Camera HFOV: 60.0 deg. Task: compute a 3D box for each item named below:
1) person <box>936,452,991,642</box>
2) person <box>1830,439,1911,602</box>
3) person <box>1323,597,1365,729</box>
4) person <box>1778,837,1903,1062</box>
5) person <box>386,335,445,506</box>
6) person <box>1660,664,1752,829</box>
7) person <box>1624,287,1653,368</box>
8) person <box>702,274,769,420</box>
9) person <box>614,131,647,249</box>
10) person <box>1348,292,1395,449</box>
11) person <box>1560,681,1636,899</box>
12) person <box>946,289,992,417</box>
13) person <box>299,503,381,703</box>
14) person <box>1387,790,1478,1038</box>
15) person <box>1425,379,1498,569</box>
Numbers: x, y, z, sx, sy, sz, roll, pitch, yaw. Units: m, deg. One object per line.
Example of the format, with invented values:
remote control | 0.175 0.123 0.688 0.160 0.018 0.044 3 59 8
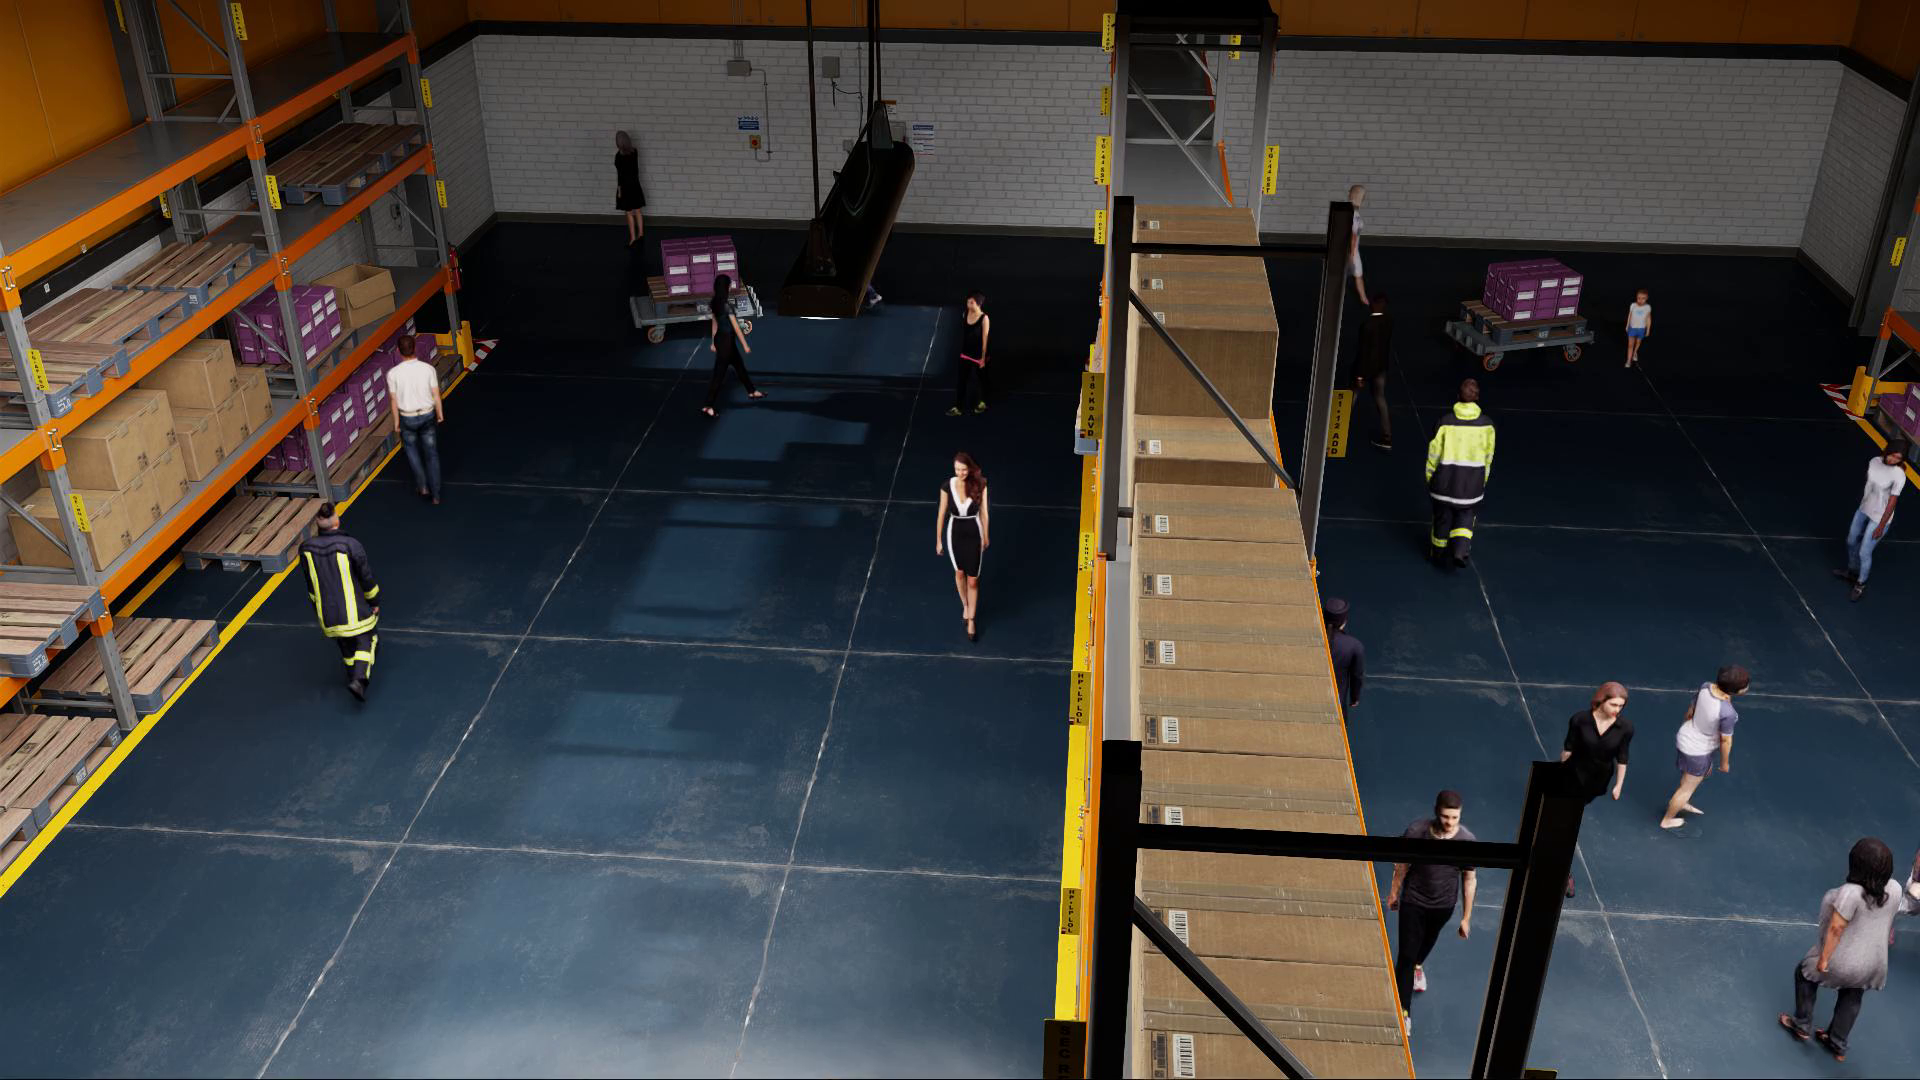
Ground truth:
person | 0.050 -0.025 15.117 0.618 1.783 0.746 2 29 4
person | 8.559 -0.228 15.582 0.896 1.693 0.641 1 29 2
person | 2.830 1.223 12.948 0.791 1.669 0.772 12 31 21
person | 5.638 2.629 10.454 0.742 1.588 0.773 -6 29 -11
person | -5.598 -1.207 17.226 0.816 1.838 0.853 -13 31 -22
person | 5.529 1.535 12.510 0.695 1.540 0.547 -6 29 -11
person | 8.492 -2.678 20.809 0.603 0.989 0.801 12 31 21
person | -2.772 -2.178 19.161 1.073 1.690 1.093 -18 33 -29
person | -4.907 -5.200 24.642 0.756 1.747 0.658 18 33 30
person | 4.634 -1.849 18.496 1.118 1.749 1.301 -15 32 -25
person | 4.560 1.695 12.110 0.693 1.643 1.125 7 29 13
person | 0.234 -2.200 19.368 0.843 1.530 0.976 21 35 33
person | -5.223 0.544 14.017 0.764 1.838 0.931 0 29 1
person | 3.073 2.306 10.906 0.698 1.724 1.082 4 29 8
person | 4.781 -0.573 15.926 0.775 1.970 0.847 4 29 7
